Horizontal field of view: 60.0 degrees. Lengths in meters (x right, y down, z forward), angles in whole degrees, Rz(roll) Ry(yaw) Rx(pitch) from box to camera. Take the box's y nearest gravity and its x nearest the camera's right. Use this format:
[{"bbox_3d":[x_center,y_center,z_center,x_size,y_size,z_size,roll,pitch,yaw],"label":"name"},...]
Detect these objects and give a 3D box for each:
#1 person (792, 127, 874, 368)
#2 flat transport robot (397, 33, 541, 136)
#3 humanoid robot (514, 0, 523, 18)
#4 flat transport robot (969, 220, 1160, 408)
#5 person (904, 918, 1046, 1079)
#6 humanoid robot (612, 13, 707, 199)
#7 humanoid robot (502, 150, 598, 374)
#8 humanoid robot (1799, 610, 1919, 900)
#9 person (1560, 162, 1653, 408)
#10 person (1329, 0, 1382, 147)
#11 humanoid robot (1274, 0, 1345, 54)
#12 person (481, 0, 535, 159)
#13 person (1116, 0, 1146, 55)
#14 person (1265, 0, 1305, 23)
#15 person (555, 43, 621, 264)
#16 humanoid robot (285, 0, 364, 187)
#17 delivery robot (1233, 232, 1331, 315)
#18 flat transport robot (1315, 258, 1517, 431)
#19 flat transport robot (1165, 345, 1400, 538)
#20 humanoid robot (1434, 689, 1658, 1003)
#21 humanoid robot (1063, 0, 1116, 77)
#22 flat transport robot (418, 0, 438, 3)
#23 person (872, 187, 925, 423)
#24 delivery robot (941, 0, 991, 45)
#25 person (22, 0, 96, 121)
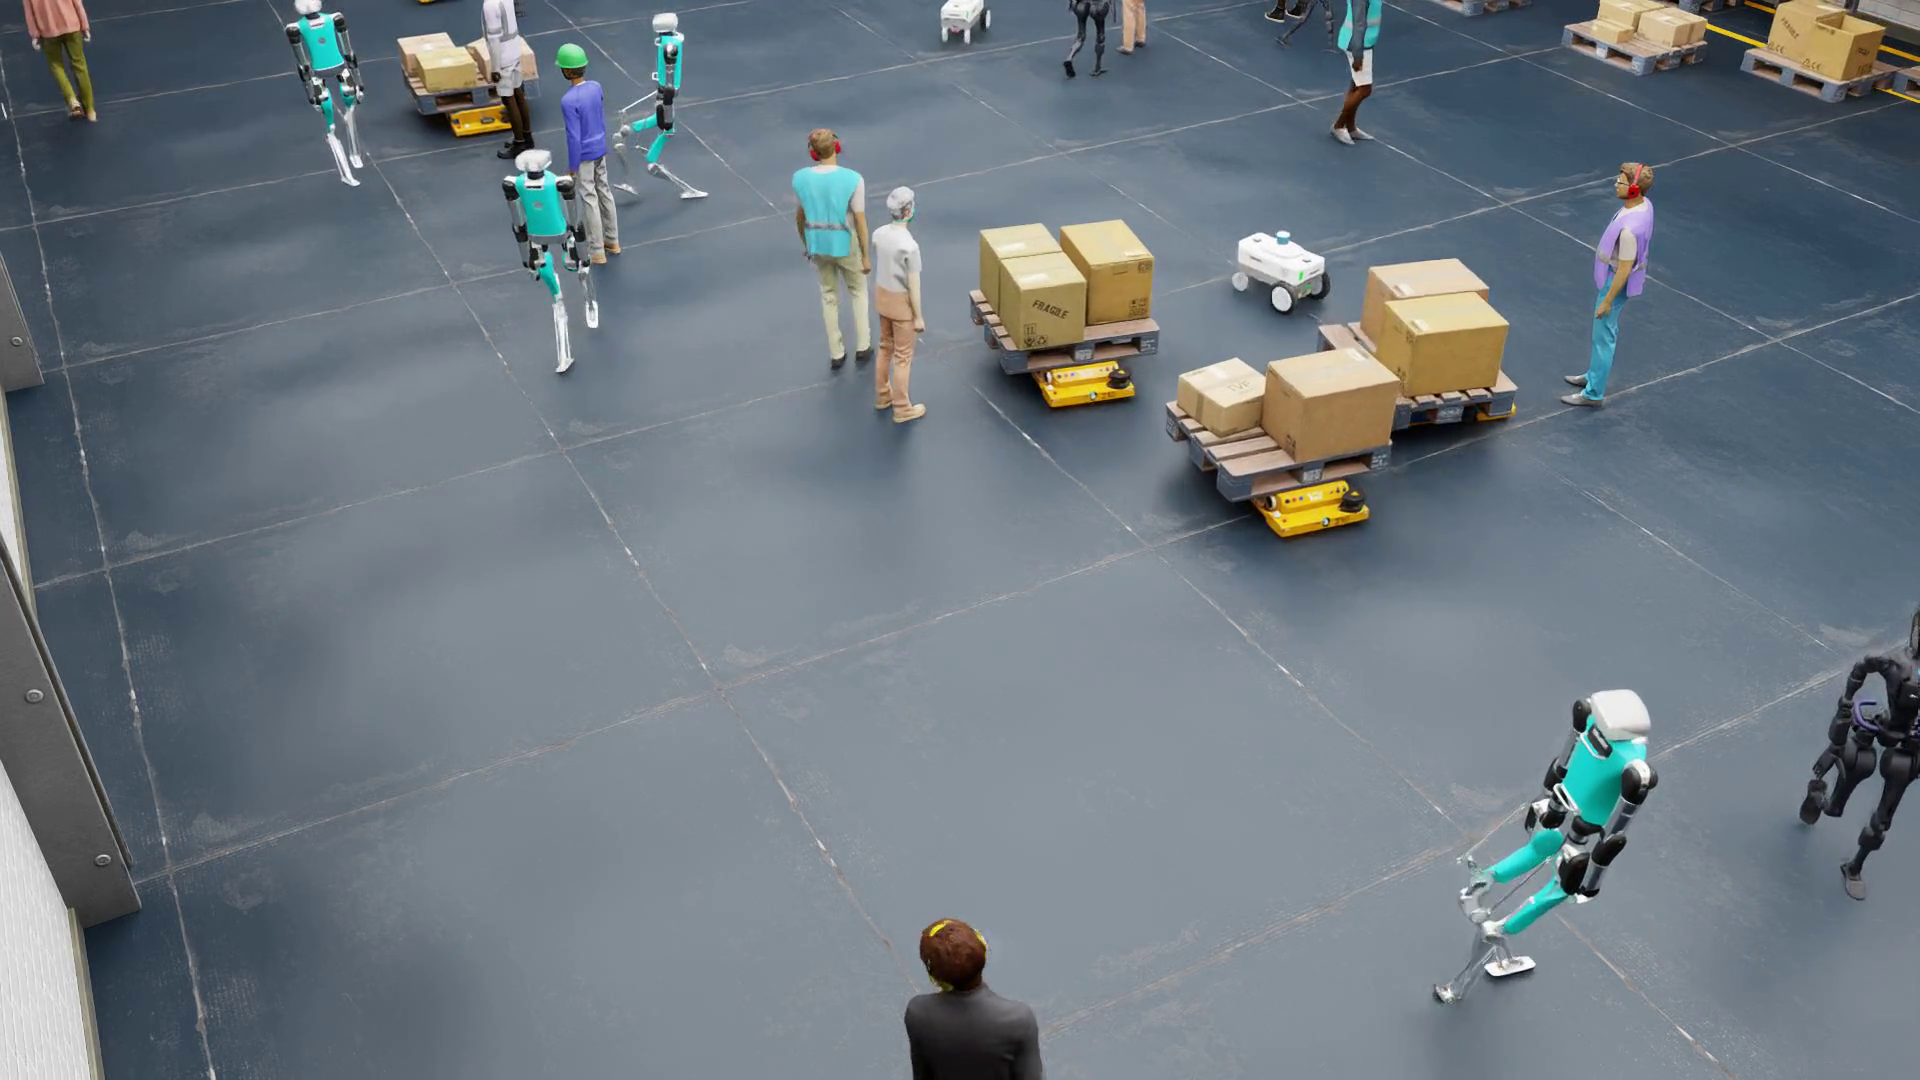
[{"bbox_3d":[-0.953,-2.175,12.482,0.610,1.799,0.495,9,36,12],"label":"person"},{"bbox_3d":[-5.017,-4.527,17.180,0.659,0.231,1.431,-15,38,-20],"label":"flat transport robot"},{"bbox_3d":[-5.358,-6.917,19.364,0.317,1.654,0.603,-9,36,-13],"label":"humanoid robot"},{"bbox_3d":[0.790,-1.477,12.825,0.659,0.231,1.431,-9,36,-13],"label":"flat transport robot"},{"bbox_3d":[0.145,2.180,6.237,0.701,1.848,0.350,10,36,14],"label":"person"},{"bbox_3d":[-2.861,-3.821,14.941,1.030,1.767,0.535,-5,35,-7],"label":"humanoid robot"},{"bbox_3d":[-3.030,-2.235,12.688,0.546,1.774,1.053,2,35,2],"label":"humanoid robot"},{"bbox_3d":[4.524,0.964,8.126,0.586,1.643,0.556,8,36,11],"label":"humanoid robot"},{"bbox_3d":[4.701,-1.819,11.938,0.379,1.844,0.568,14,37,19],"label":"person"},{"bbox_3d":[3.883,-4.783,16.100,0.451,1.933,0.560,12,37,16],"label":"person"},{"bbox_3d":[3.952,-6.211,18.406,0.788,1.633,0.610,17,38,23],"label":"humanoid robot"},{"bbox_3d":[-4.372,-4.603,15.841,0.384,1.930,0.542,2,35,3],"label":"person"},{"bbox_3d":[1.945,-6.206,18.370,0.370,1.656,0.511,21,40,27],"label":"person"},{"bbox_3d":[3.869,-6.989,19.225,0.601,1.958,0.375,-16,38,-21],"label":"person"},{"bbox_3d":[-3.129,-3.230,13.932,0.340,1.874,0.461,16,38,21],"label":"person"},{"bbox_3d":[-5.895,-4.234,15.507,0.570,1.784,0.885,-19,39,-24],"label":"humanoid robot"},{"bbox_3d":[2.641,-2.223,13.649,0.499,0.606,0.794,-27,43,-33],"label":"delivery robot"},{"bbox_3d":[3.286,-1.061,12.231,1.431,0.231,0.659,-8,36,-11],"label":"flat transport robot"},{"bbox_3d":[2.163,-0.522,11.461,0.659,0.231,1.431,-12,37,-16],"label":"flat transport robot"},{"bbox_3d":[2.503,1.463,7.437,0.801,1.886,0.557,-7,36,-10],"label":"humanoid robot"},{"bbox_3d":[1.366,-5.741,17.692,0.611,1.638,0.564,23,41,29],"label":"humanoid robot"},{"bbox_3d":[-6.564,-6.997,20.706,0.659,0.231,1.431,-17,39,-23],"label":"flat transport robot"},{"bbox_3d":[-0.432,-1.667,11.820,0.328,1.740,0.478,-24,42,-30],"label":"person"},{"bbox_3d":[0.033,-6.059,19.105,0.499,0.581,0.774,9,36,13],"label":"delivery robot"},{"bbox_3d":[-9.007,-5.094,16.633,0.565,1.822,0.444,-19,39,-25],"label":"person"}]
